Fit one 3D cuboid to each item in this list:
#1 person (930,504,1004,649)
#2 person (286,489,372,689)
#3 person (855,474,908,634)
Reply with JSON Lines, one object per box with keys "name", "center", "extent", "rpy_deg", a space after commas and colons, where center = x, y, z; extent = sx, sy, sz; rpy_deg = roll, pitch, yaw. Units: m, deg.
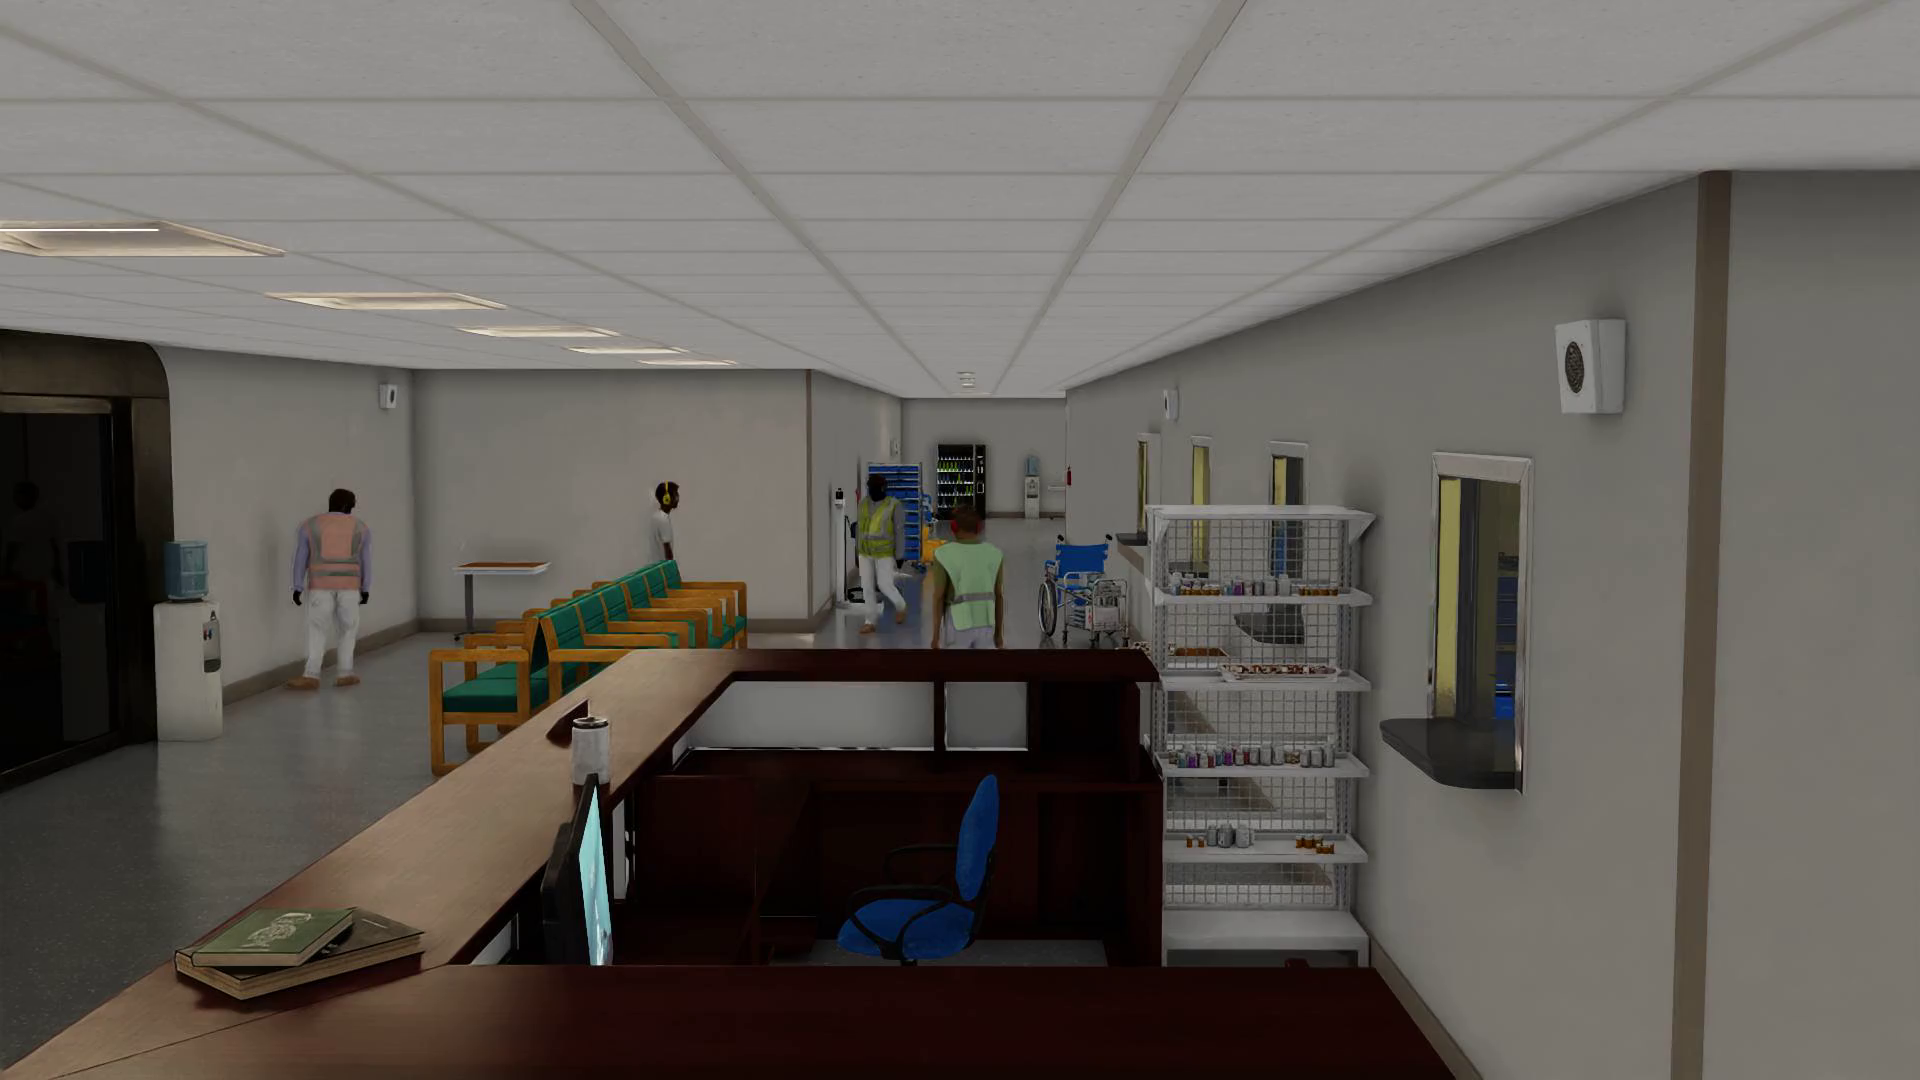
{"name": "person", "center": [0.061, 0.651, 12.036], "extent": [0.601, 1.822, 0.471], "rpy_deg": [-2, 5, -28]}
{"name": "person", "center": [-5.757, 0.445, 15.125], "extent": [0.775, 1.810, 0.434], "rpy_deg": [-2, 5, -25]}
{"name": "person", "center": [-0.907, 0.151, 19.077], "extent": [0.631, 1.825, 0.650], "rpy_deg": [2, 5, 30]}
